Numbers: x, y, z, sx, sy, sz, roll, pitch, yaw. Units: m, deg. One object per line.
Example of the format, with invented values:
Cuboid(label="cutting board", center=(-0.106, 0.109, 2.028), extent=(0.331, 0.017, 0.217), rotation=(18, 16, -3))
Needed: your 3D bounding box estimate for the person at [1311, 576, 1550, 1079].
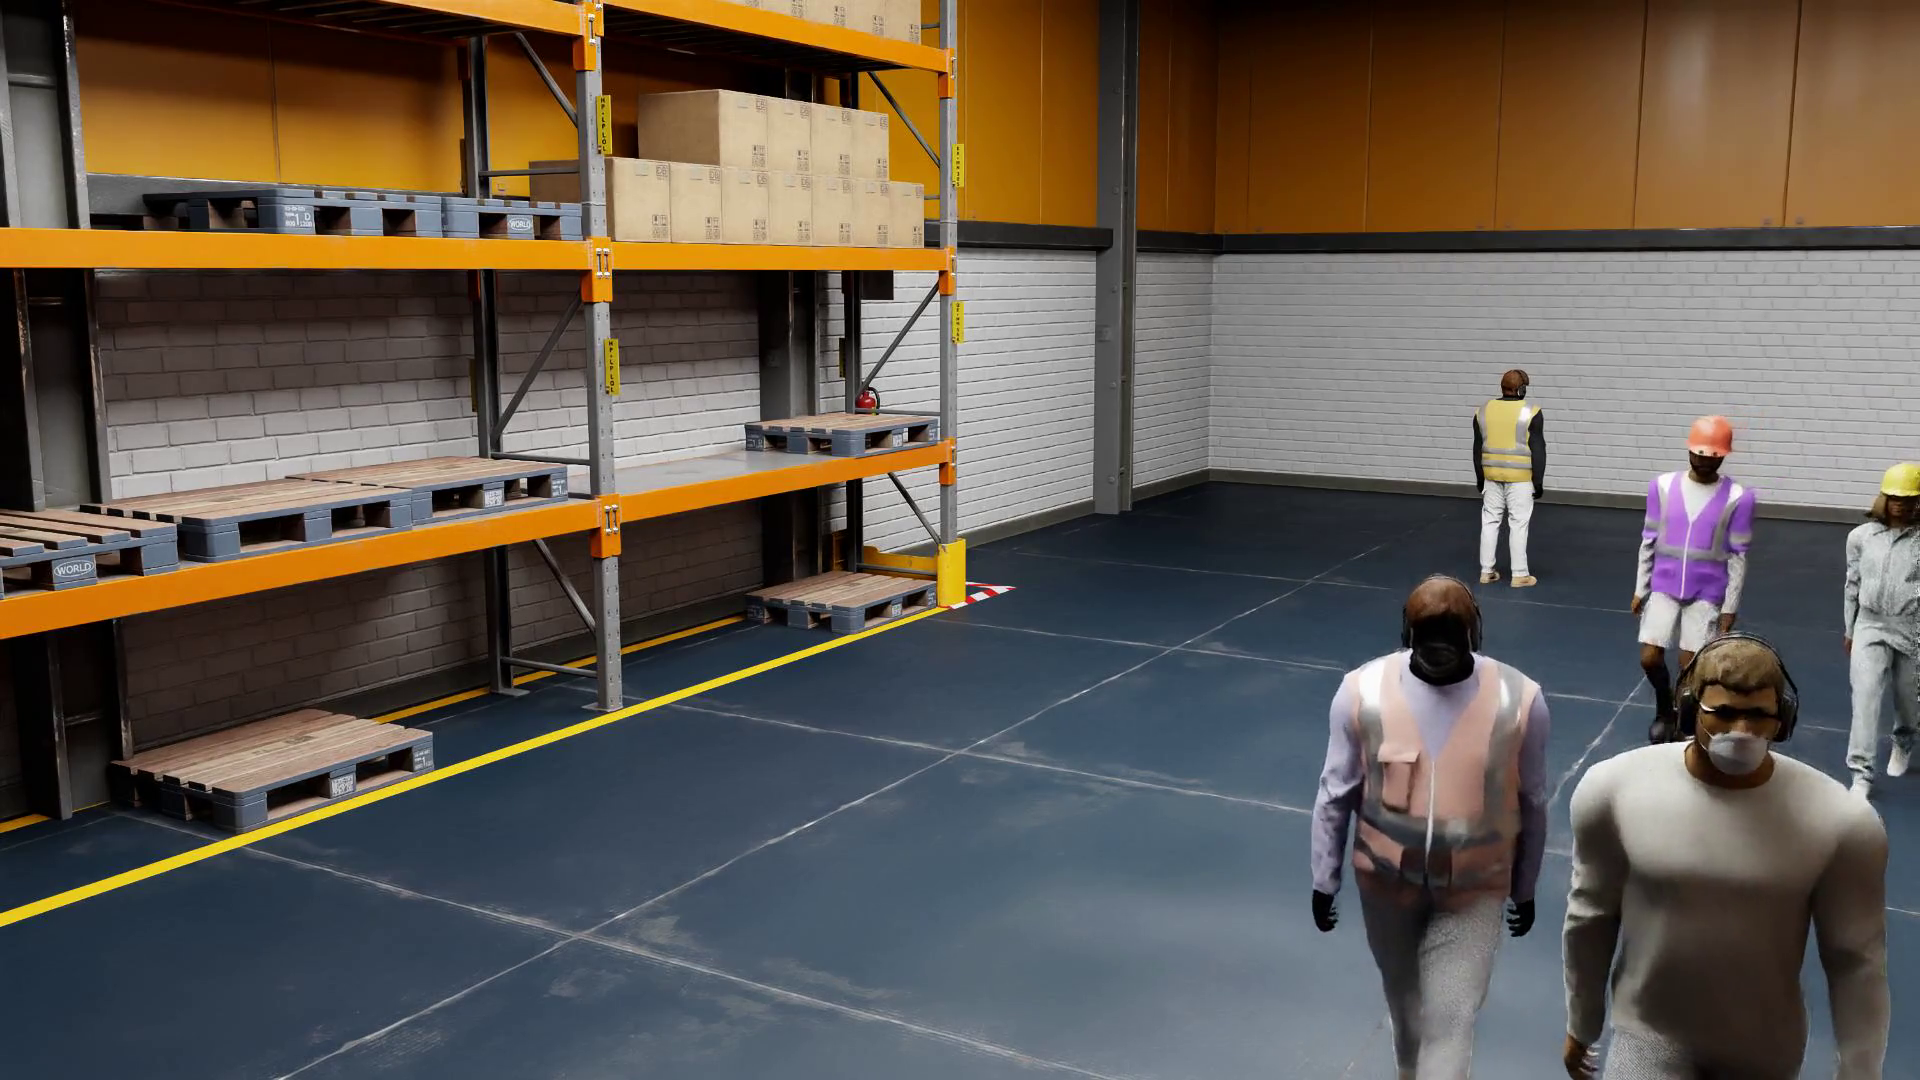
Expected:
Cuboid(label="person", center=(1.366, 0.982, 4.885), extent=(0.646, 1.793, 0.977), rotation=(4, 10, 21))

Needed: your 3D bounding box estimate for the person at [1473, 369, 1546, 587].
Cuboid(label="person", center=(4.672, -0.525, 14.119), extent=(0.633, 1.843, 0.429), rotation=(9, 13, 44))

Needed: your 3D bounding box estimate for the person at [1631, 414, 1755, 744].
Cuboid(label="person", center=(3.906, 0.274, 8.906), extent=(0.579, 1.913, 0.502), rotation=(6, 11, 35))

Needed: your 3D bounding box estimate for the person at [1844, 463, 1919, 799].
Cuboid(label="person", center=(4.772, 0.447, 8.480), extent=(0.498, 1.711, 0.851), rotation=(6, 11, 35))

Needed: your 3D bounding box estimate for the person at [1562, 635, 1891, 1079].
Cuboid(label="person", center=(1.655, 1.134, 3.648), extent=(0.652, 1.878, 1.030), rotation=(3, 10, 20))
